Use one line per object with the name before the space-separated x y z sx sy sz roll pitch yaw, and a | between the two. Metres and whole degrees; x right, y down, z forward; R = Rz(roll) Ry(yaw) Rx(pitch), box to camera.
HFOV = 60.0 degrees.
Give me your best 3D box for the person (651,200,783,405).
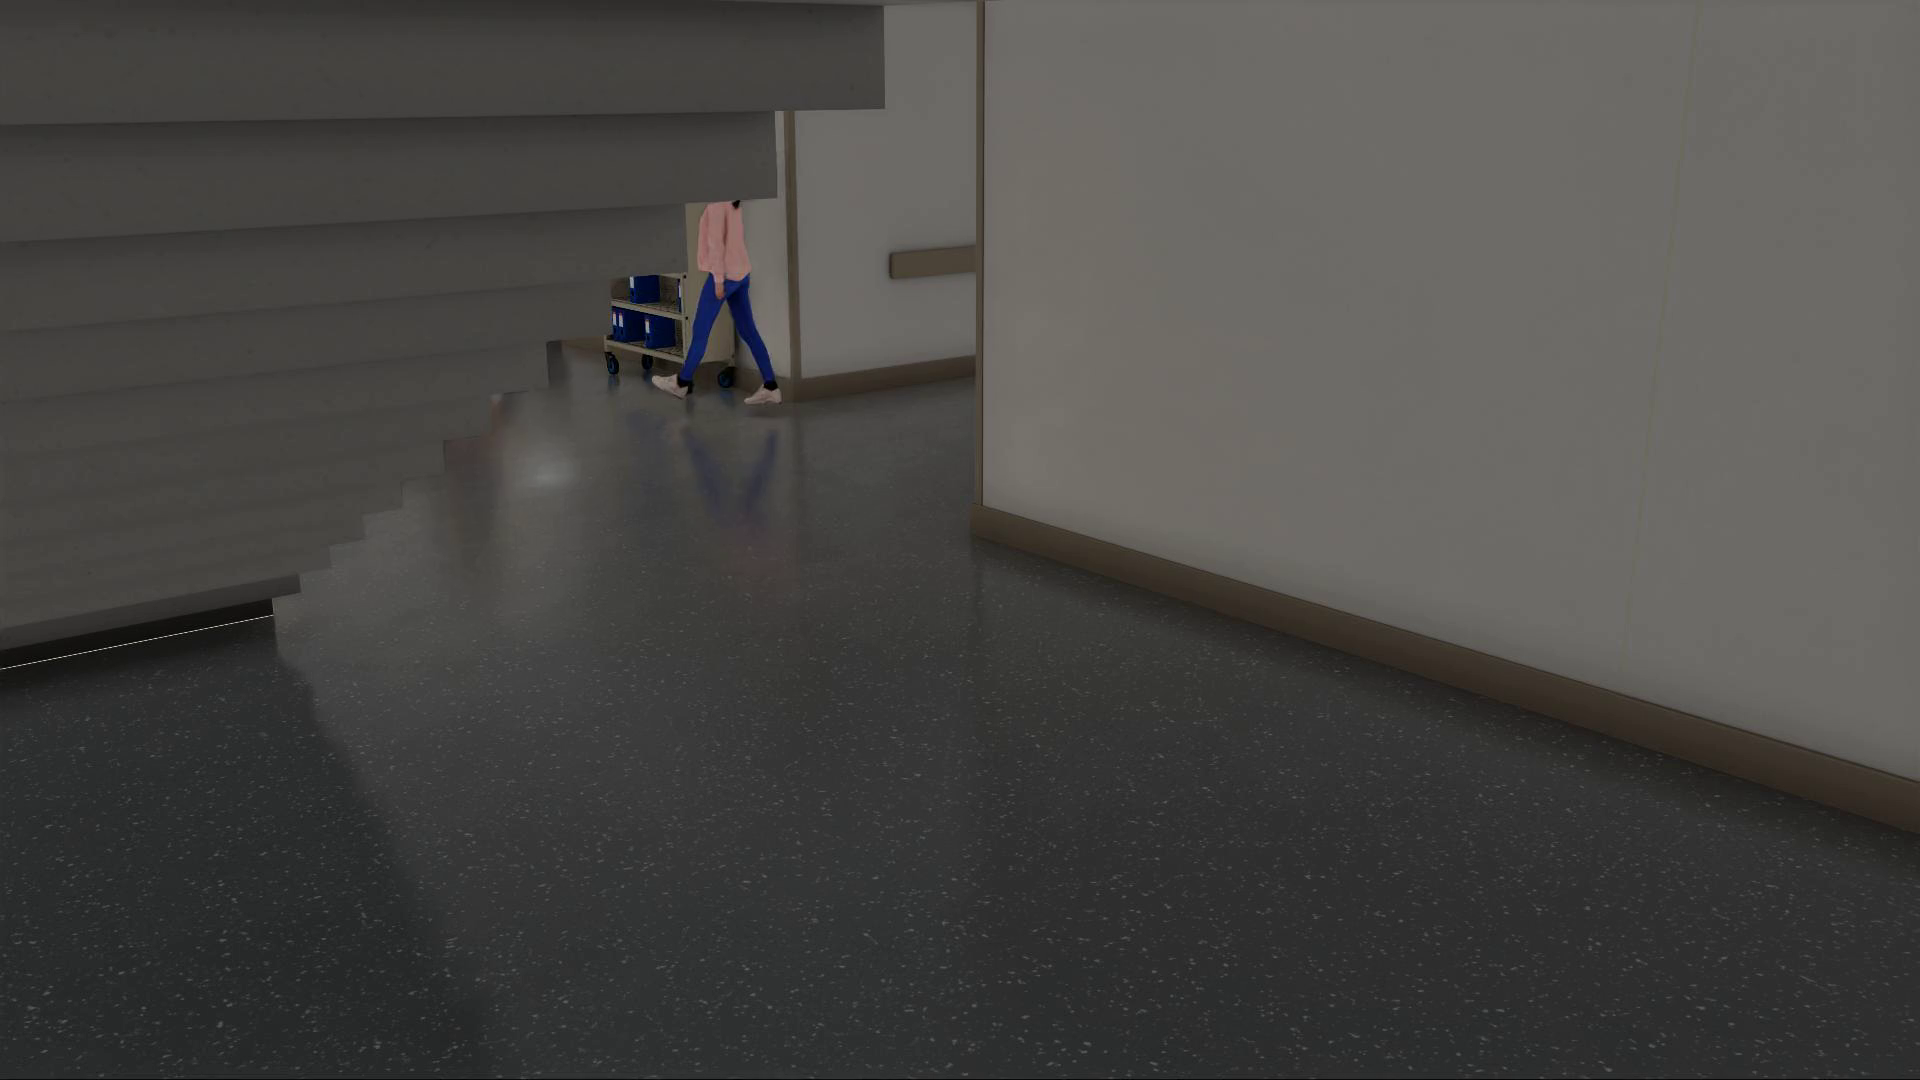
person | -1.498 -1.726 11.351 1.268 1.705 1.074 4 16 15
